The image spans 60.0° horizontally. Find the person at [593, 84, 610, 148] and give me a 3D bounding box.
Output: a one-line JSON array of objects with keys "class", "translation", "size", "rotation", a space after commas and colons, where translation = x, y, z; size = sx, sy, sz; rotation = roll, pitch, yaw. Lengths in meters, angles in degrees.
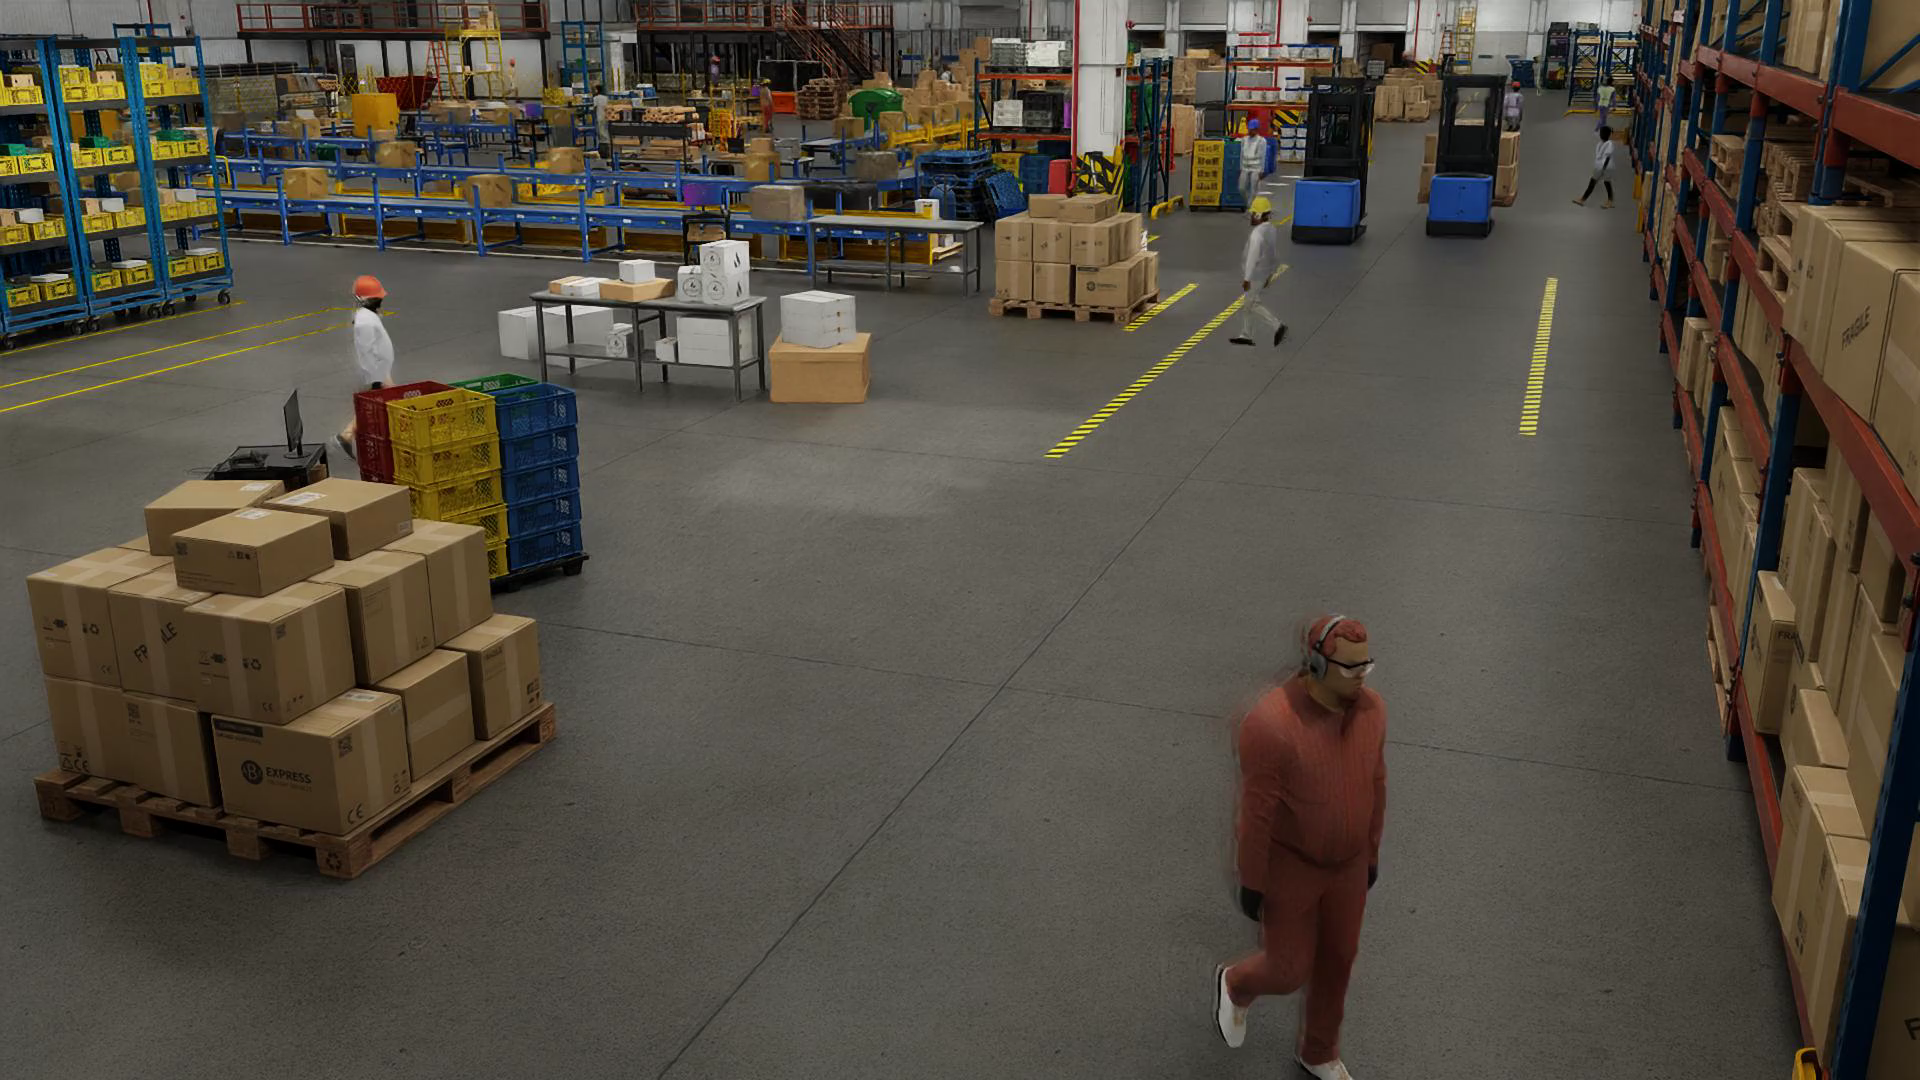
[{"class": "person", "translation": [-10.542, -12.458, 48.974], "size": [0.623, 1.846, 0.542], "rotation": [13, 22, 35]}]

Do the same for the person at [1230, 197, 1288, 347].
[{"class": "person", "translation": [3.613, -3.190, 19.914], "size": [0.671, 1.810, 0.605], "rotation": [7, 19, 22]}]

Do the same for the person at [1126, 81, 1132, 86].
[{"class": "person", "translation": [6.210, -16.854, 62.721], "size": [1.037, 1.883, 0.653], "rotation": [14, 22, 37]}]

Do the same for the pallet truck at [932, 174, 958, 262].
[{"class": "pallet truck", "translation": [-0.507, -5.292, 27.348], "size": [0.653, 1.274, 1.630], "rotation": [6, 19, 19]}]

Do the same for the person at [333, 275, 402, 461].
[{"class": "person", "translation": [-5.214, -1.510, 14.795], "size": [0.779, 1.715, 0.578], "rotation": [-5, 18, -15]}]

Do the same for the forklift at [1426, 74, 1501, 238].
[{"class": "forklift", "translation": [9.155, -6.973, 30.064], "size": [1.129, 2.768, 1.873], "rotation": [6, 19, 19]}]

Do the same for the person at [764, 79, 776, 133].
[{"class": "person", "translation": [-6.403, -14.502, 55.532], "size": [0.424, 1.750, 0.539], "rotation": [-7, 19, -20]}]

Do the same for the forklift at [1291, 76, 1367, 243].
[{"class": "forklift", "translation": [6.598, -6.755, 29.381], "size": [1.129, 2.768, 1.873], "rotation": [6, 19, 19]}]

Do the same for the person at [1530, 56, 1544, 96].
[{"class": "person", "translation": [27.746, -22.292, 79.911], "size": [0.544, 1.820, 0.556], "rotation": [-12, 21, -34]}]

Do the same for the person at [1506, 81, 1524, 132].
[{"class": "person", "translation": [16.585, -12.752, 49.782], "size": [0.414, 1.917, 0.569], "rotation": [-16, 23, -40]}]

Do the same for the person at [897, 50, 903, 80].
[{"class": "person", "translation": [-3.535, -28.097, 98.361], "size": [0.318, 1.697, 0.535], "rotation": [6, 19, 19]}]

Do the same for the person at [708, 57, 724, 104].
[{"class": "person", "translation": [-10.617, -20.009, 72.474], "size": [0.936, 1.986, 0.717], "rotation": [-1, 18, -2]}]

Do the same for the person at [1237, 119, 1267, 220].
[{"class": "person", "translation": [5.668, -7.204, 32.324], "size": [0.438, 1.928, 0.630], "rotation": [-16, 24, -42]}]

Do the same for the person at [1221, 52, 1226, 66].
[{"class": "person", "translation": [14.104, -25.335, 89.529], "size": [0.620, 1.803, 0.888], "rotation": [-9, 20, -26]}]

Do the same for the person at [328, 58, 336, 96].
[{"class": "person", "translation": [-28.338, -20.754, 74.945], "size": [0.577, 1.905, 0.609], "rotation": [-2, 18, -7]}]

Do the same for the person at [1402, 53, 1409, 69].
[{"class": "person", "translation": [21.961, -23.015, 82.016], "size": [0.607, 1.939, 1.060], "rotation": [-16, 24, -42]}]

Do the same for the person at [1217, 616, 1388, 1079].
[{"class": "person", "translation": [1.281, 1.153, 6.142], "size": [0.660, 1.886, 0.545], "rotation": [-9, 20, -27]}]

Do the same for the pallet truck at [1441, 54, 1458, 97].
[{"class": "pallet truck", "translation": [22.765, -21.886, 78.355], "size": [0.823, 1.965, 1.885], "rotation": [-4, 18, -14]}]

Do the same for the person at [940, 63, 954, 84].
[{"class": "person", "translation": [-0.482, -17.558, 64.687], "size": [0.903, 2.000, 0.680], "rotation": [11, 21, 30]}]

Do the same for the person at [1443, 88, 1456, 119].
[{"class": "person", "translation": [18.164, -16.426, 61.718], "size": [0.368, 1.681, 0.547], "rotation": [14, 22, 37]}]

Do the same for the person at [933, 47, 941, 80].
[{"class": "person", "translation": [-1.356, -27.482, 96.098], "size": [0.547, 1.914, 0.837], "rotation": [-3, 18, -8]}]

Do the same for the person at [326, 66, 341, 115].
[{"class": "person", "translation": [-24.372, -17.483, 64.709], "size": [0.355, 1.883, 0.574], "rotation": [6, 19, 19]}]

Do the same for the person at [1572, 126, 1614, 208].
[{"class": "person", "translation": [13.095, -7.634, 34.114], "size": [0.867, 1.651, 0.545], "rotation": [-3, 18, -8]}]

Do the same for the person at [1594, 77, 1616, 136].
[{"class": "person", "translation": [20.993, -14.114, 54.180], "size": [1.055, 1.863, 0.579], "rotation": [-14, 22, -37]}]

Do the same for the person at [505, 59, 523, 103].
[{"class": "person", "translation": [-19.744, -20.215, 73.242], "size": [0.777, 1.916, 0.555], "rotation": [1, 18, 4]}]
